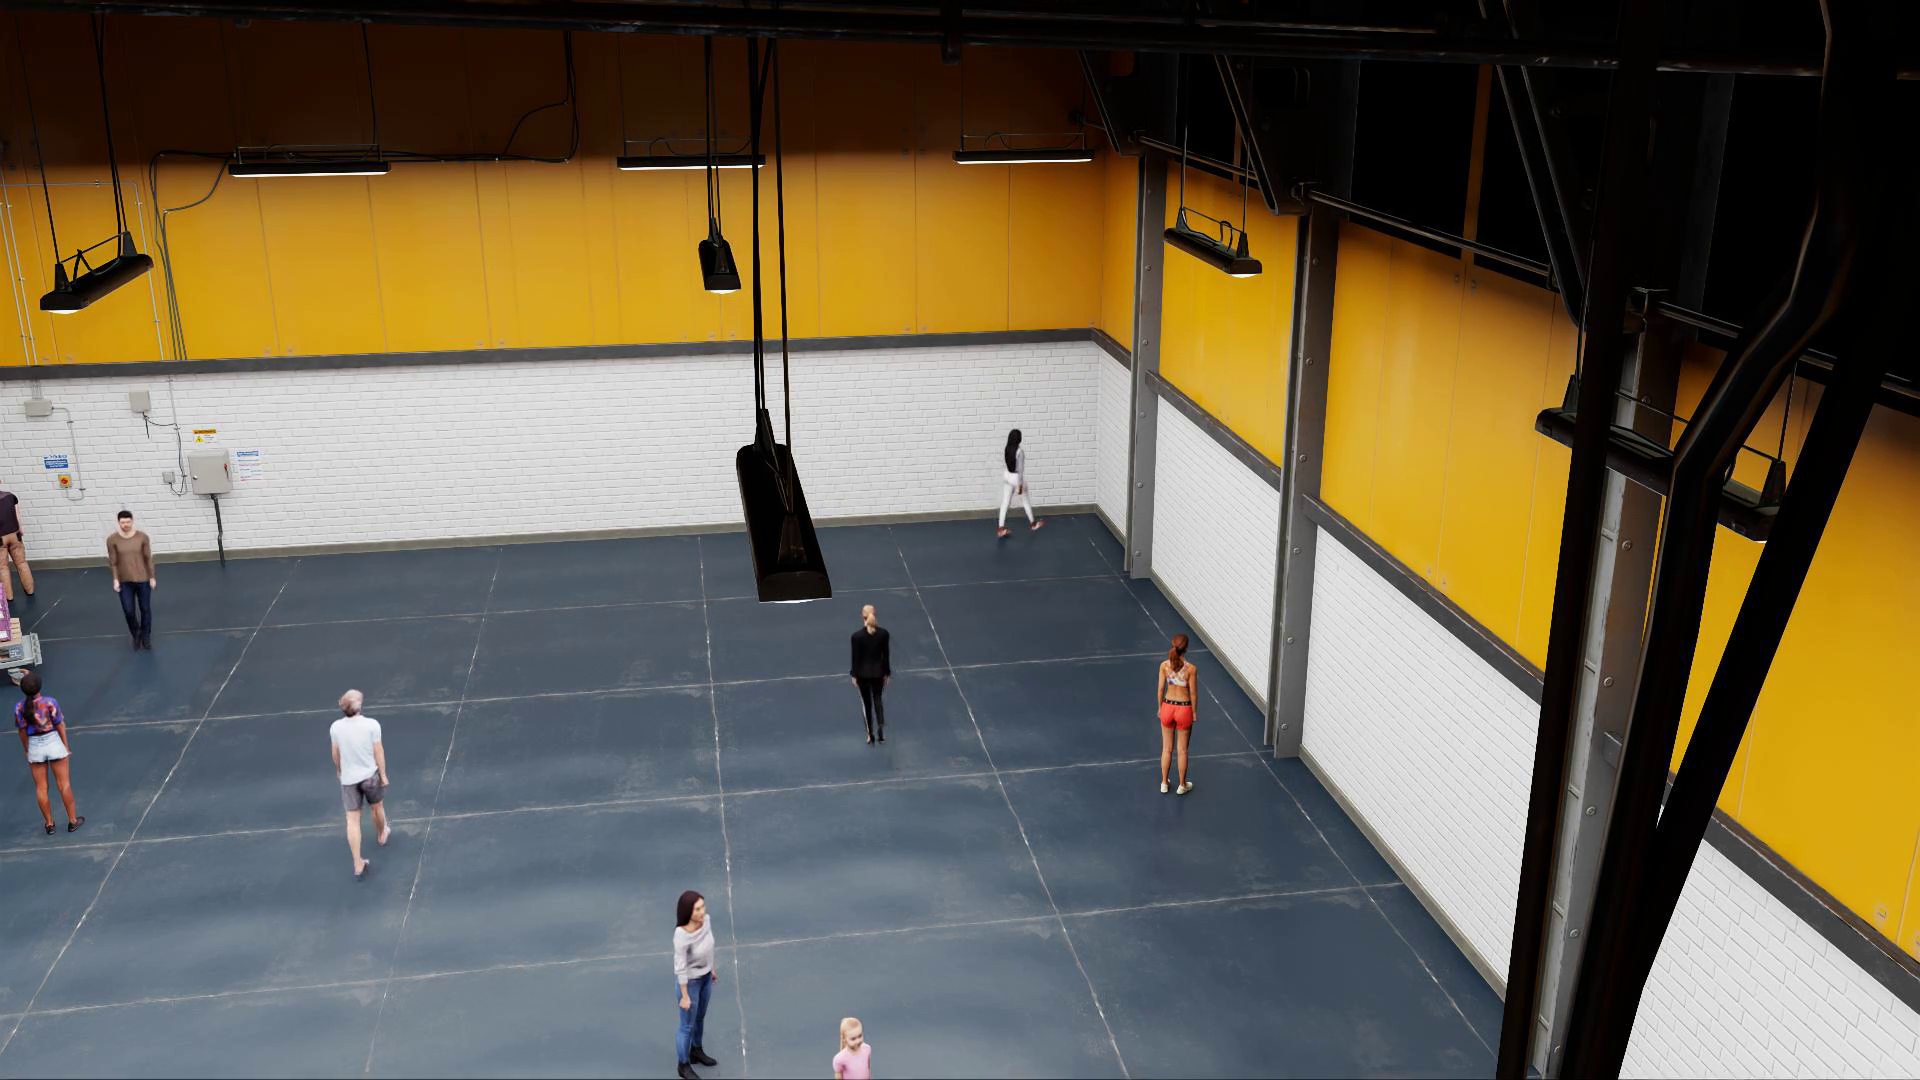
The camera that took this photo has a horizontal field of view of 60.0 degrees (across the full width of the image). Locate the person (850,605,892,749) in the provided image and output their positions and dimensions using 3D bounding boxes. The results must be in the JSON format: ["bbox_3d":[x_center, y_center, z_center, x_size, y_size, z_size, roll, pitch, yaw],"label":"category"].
[{"bbox_3d":[-0.987,1.565,18.613,0.664,1.698,0.674,-6,20,-18],"label":"person"}]

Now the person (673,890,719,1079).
[{"bbox_3d":[-2.096,3.471,13.056,0.743,1.631,0.635,8,20,22],"label":"person"}]

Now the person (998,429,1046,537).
[{"bbox_3d":[0.781,-0.870,25.856,1.005,1.689,1.093,-14,23,-36],"label":"person"}]

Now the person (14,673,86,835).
[{"bbox_3d":[-9.247,2.145,16.824,0.600,1.741,0.533,-5,19,-14],"label":"person"}]

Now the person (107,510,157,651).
[{"bbox_3d":[-10.699,0.487,21.536,0.737,1.875,0.713,-9,21,-26],"label":"person"}]

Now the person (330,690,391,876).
[{"bbox_3d":[-5.830,2.367,16.096,0.684,1.785,1.134,-2,19,-7],"label":"person"}]

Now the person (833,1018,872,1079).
[{"bbox_3d":[-0.776,4.015,12.007,0.579,1.270,0.625,-15,24,-38],"label":"person"}]

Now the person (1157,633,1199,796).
[{"bbox_3d":[2.298,1.841,17.650,0.669,1.790,0.691,7,20,20],"label":"person"}]

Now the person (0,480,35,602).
[{"bbox_3d":[-13.359,-0.067,23.234,0.818,1.841,0.771,14,23,36],"label":"person"}]
